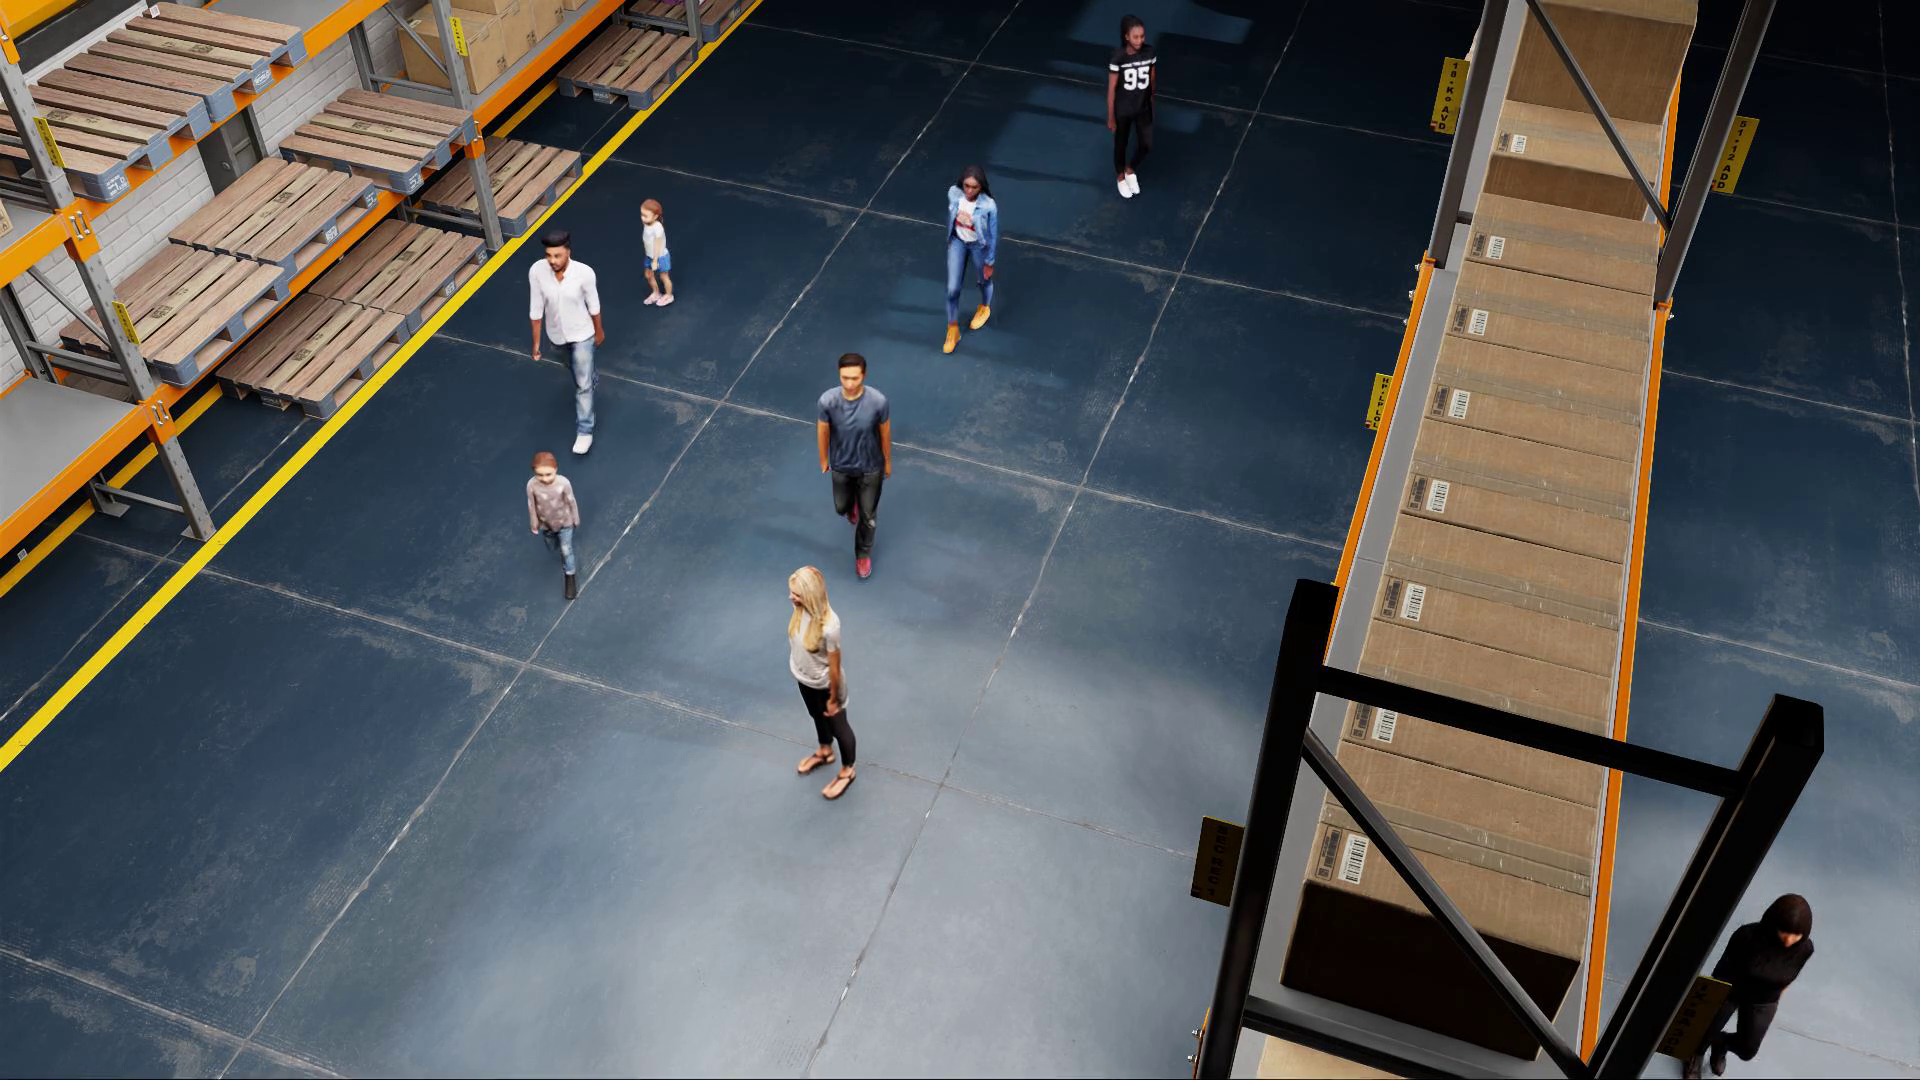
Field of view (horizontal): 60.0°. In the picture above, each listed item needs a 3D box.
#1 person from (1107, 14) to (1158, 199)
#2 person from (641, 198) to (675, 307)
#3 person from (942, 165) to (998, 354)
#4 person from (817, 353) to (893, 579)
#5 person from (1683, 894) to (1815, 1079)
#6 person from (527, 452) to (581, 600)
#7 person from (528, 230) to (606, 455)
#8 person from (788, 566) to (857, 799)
[{"bbox_3d":[1.512,-3.935,15.032,0.774,1.723,0.819,-11,45,-12],"label":"person"},{"bbox_3d":[-2.502,-2.422,13.958,0.568,1.014,0.510,-30,51,-28],"label":"person"},{"bbox_3d":[0.116,-2.373,13.431,0.628,1.670,0.911,18,47,18],"label":"person"},{"bbox_3d":[-0.708,-0.594,11.474,0.835,1.794,1.013,0,44,0],"label":"person"},{"bbox_3d":[4.029,2.275,8.581,0.581,1.630,0.612,11,45,11],"label":"person"},{"bbox_3d":[-2.788,-0.168,11.469,0.637,1.184,0.812,-1,44,-1],"label":"person"},{"bbox_3d":[-2.925,-1.629,12.575,0.843,1.774,1.235,4,44,5],"label":"person"},{"bbox_3d":[-0.820,0.824,9.962,0.671,1.826,0.666,-33,53,-30],"label":"person"}]
